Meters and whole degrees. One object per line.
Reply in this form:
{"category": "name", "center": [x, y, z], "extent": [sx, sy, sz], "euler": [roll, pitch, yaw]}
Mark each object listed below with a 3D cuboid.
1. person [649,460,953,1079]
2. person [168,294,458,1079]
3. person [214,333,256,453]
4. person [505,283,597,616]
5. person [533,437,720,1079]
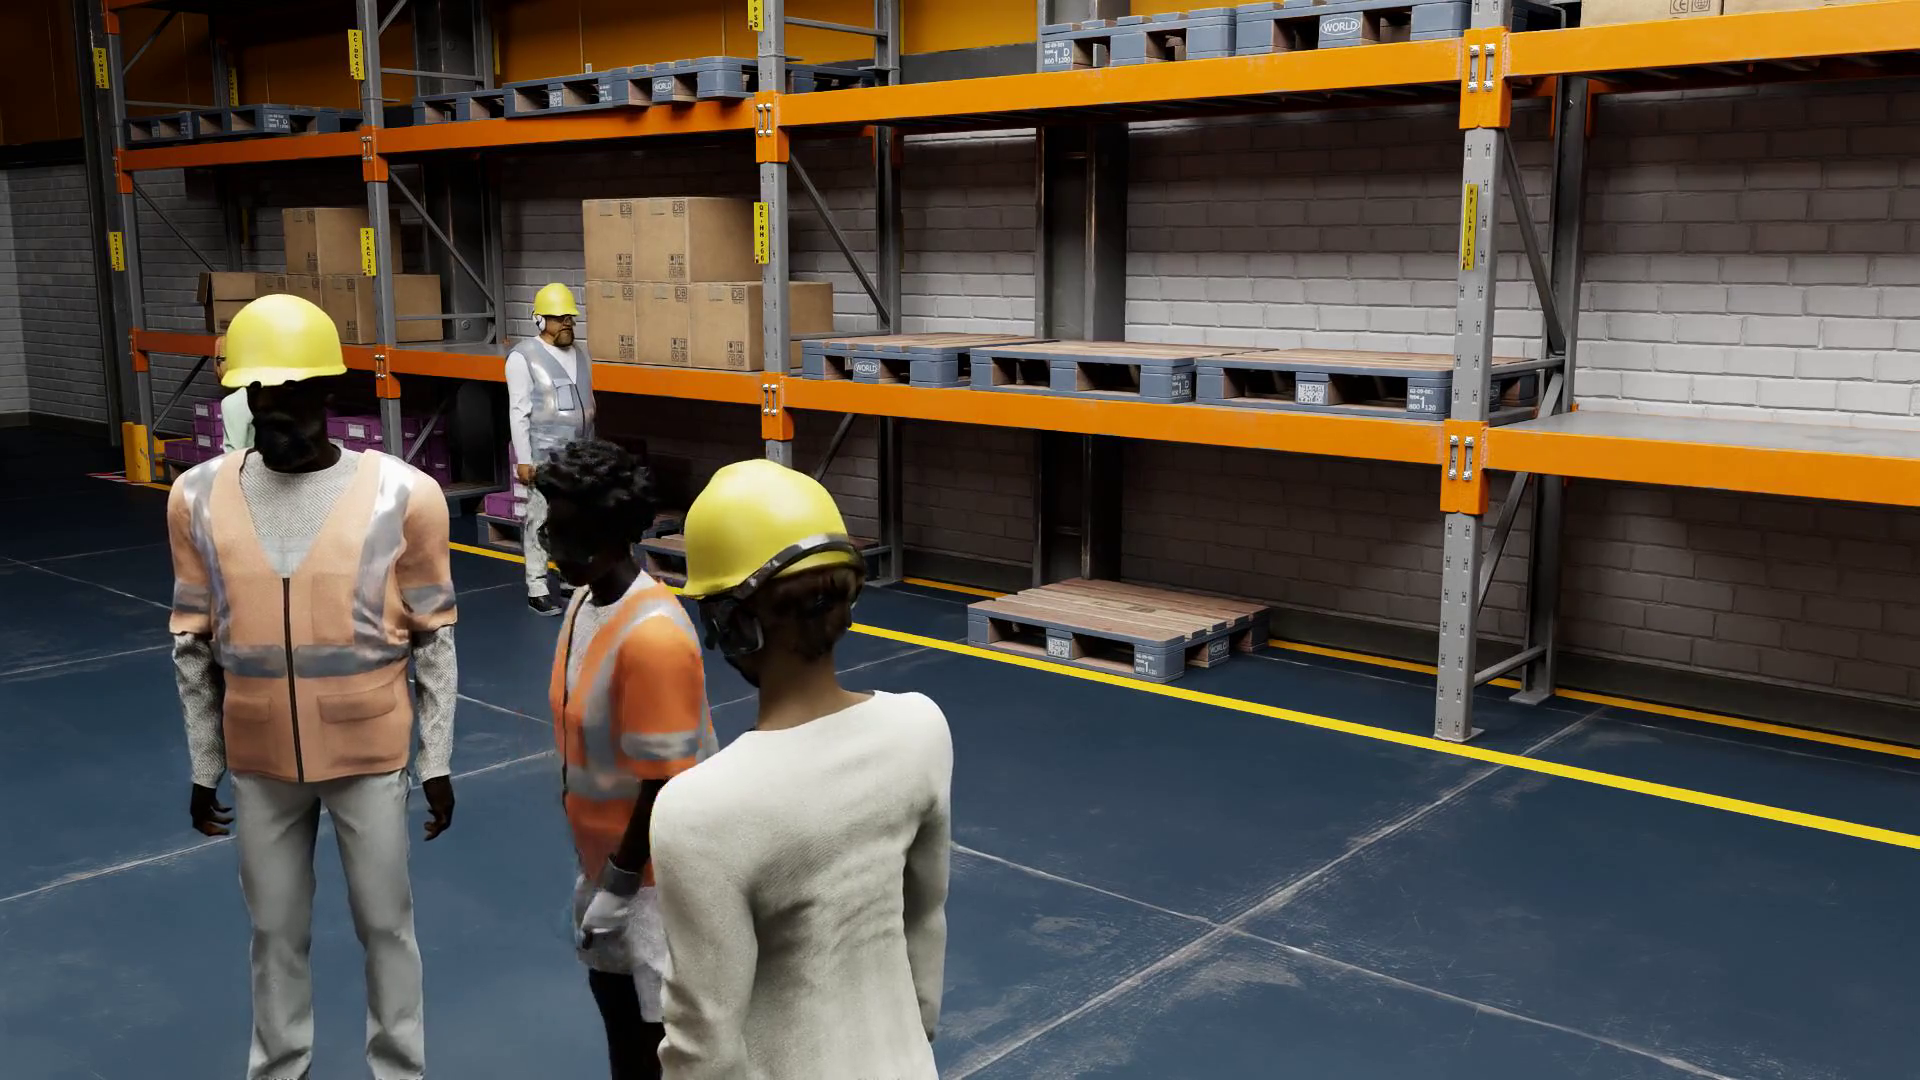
{"category": "person", "center": [-0.214, 0.772, 2.195], "extent": [0.328, 1.760, 0.523], "euler": [7, 12, 36]}
{"category": "person", "center": [-1.374, 0.445, 3.569], "extent": [0.589, 1.927, 0.386], "euler": [-1, 10, -4]}
{"category": "person", "center": [-3.421, -0.197, 8.094], "extent": [0.288, 1.626, 0.497], "euler": [0, 10, 2]}
{"category": "person", "center": [-2.228, -0.505, 9.249], "extent": [0.403, 1.830, 0.600], "euler": [6, 12, 32]}
{"category": "person", "center": [-0.641, 0.628, 3.266], "extent": [0.348, 1.672, 0.787], "euler": [-6, 12, -30]}
